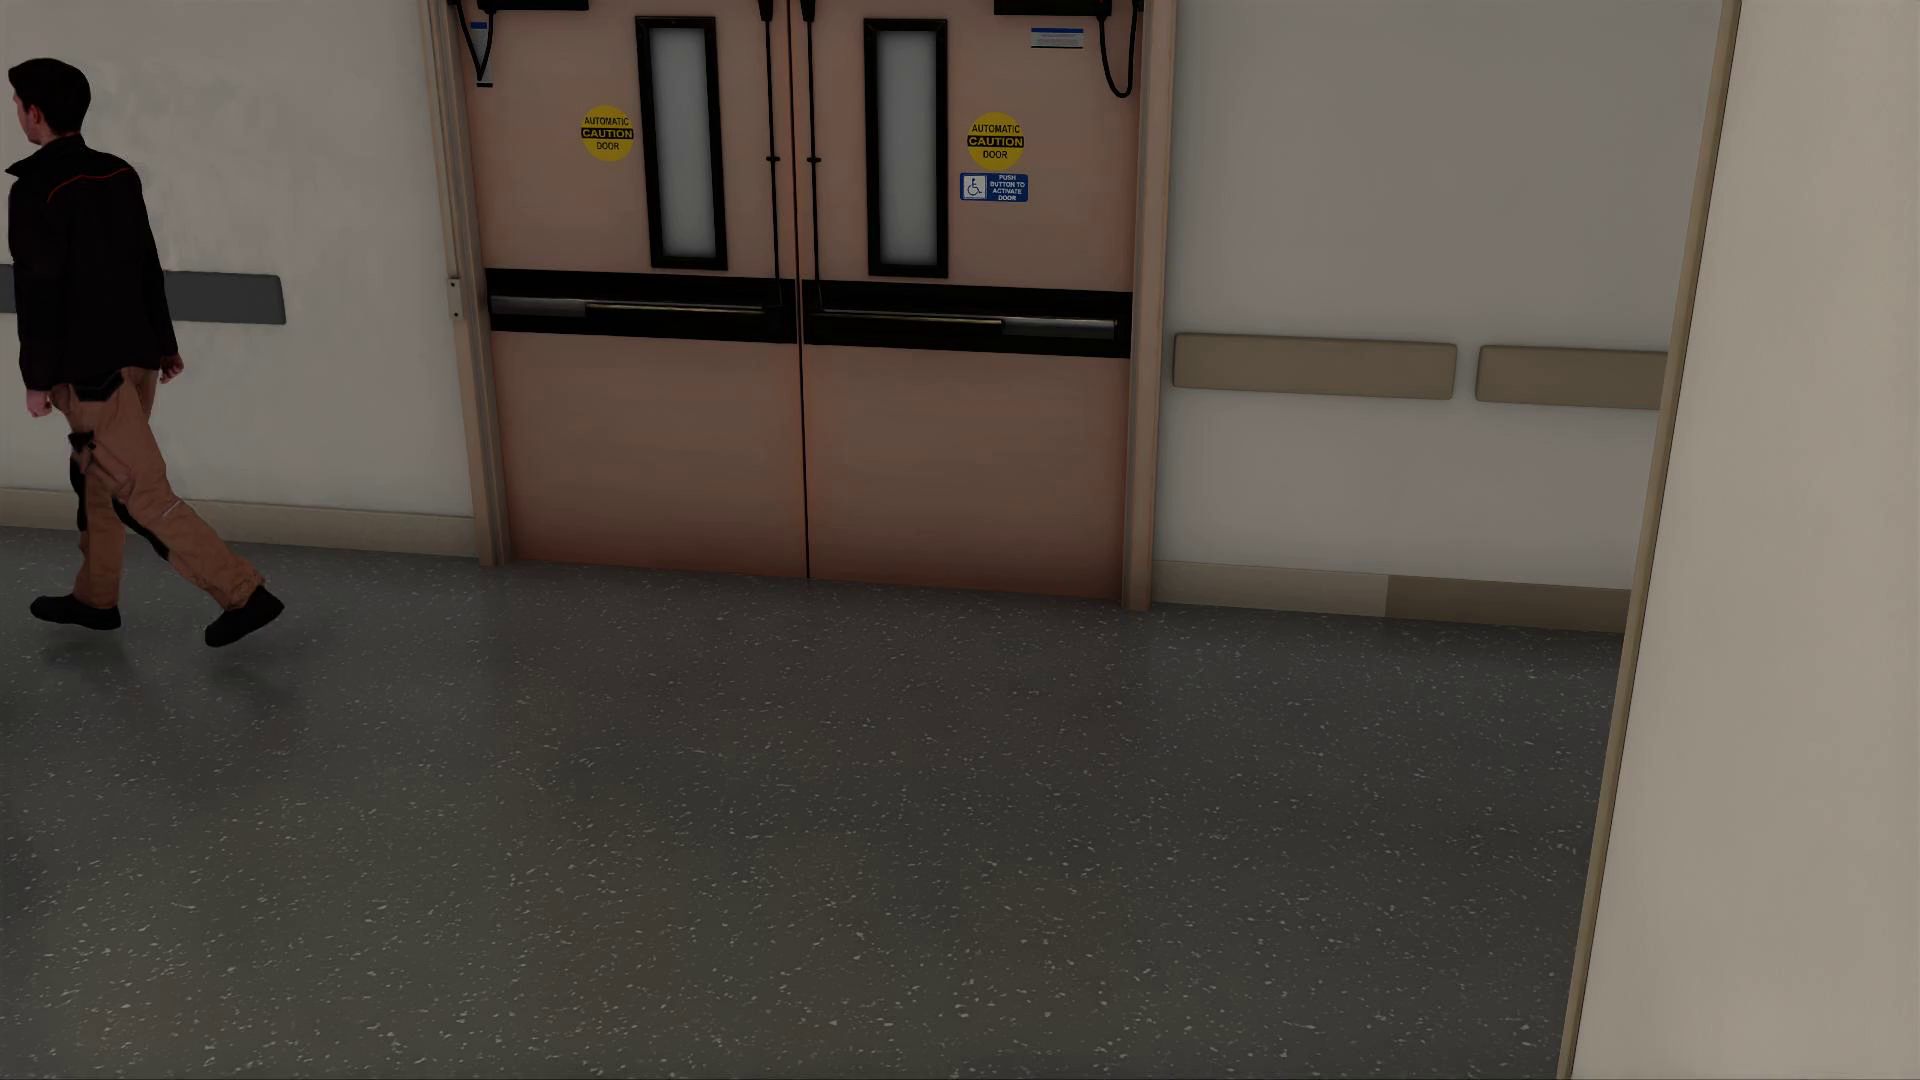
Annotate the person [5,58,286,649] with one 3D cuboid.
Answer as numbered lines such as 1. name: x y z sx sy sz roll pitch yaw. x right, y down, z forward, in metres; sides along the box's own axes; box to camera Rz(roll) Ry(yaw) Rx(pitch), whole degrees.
1. person: -2.639 -0.516 5.278 1.199 1.888 0.700 3 21 9
